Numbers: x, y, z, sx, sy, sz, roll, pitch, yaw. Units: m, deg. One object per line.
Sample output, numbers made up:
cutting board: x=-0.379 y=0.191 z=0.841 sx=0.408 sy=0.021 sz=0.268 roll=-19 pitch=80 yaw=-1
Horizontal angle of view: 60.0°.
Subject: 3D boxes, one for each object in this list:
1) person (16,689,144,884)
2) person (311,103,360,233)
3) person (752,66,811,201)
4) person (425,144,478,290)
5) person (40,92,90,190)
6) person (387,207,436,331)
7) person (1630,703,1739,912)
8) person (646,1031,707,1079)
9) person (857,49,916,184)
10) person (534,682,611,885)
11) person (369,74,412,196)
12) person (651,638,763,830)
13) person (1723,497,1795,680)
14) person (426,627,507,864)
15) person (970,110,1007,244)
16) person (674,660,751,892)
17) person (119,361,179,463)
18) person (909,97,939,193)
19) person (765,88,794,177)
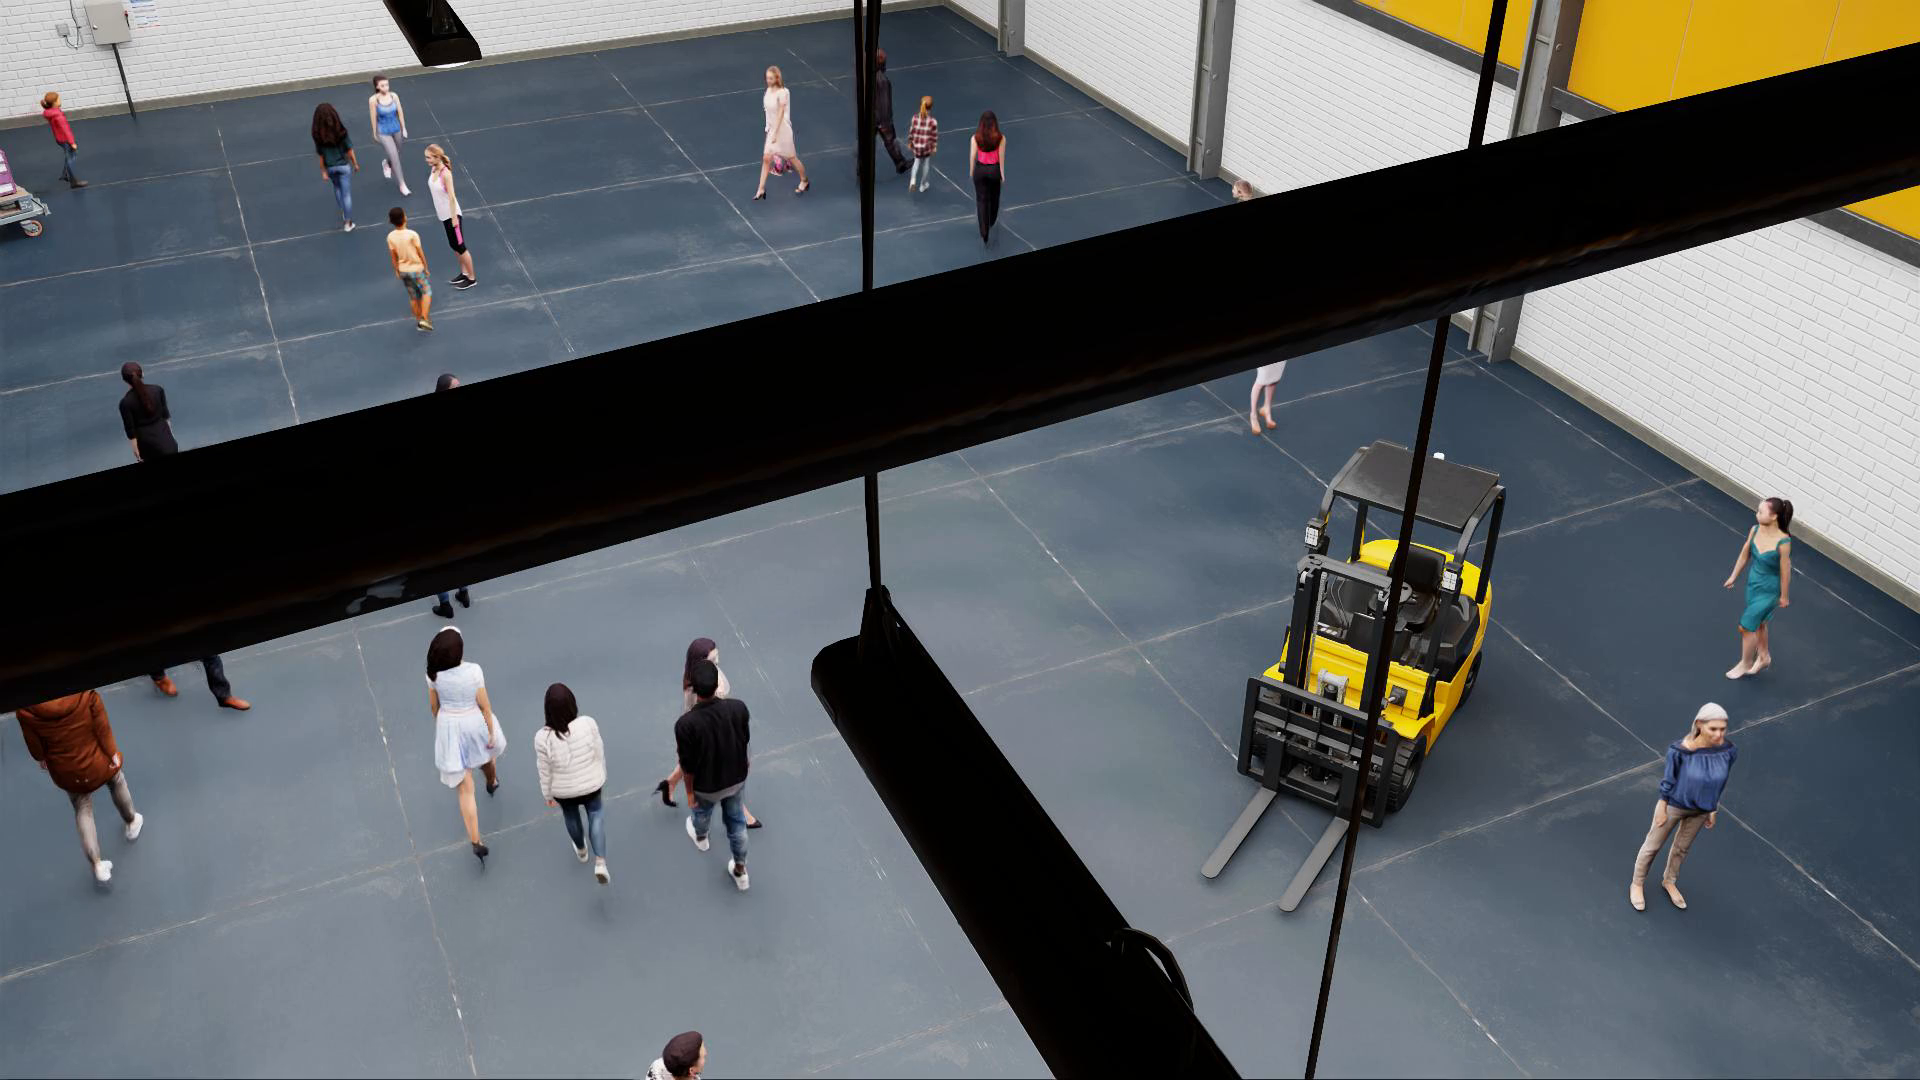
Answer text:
person: x=-6.065 y=1.565 z=11.445 sx=0.751 sy=1.818 sz=1.025 roll=-11 pitch=35 yaw=-16
person: x=-7.887 y=-4.686 z=21.055 sx=0.784 sy=1.590 sz=0.981 roll=-2 pitch=34 yaw=-3
person: x=-2.270 y=-5.329 z=21.863 sx=0.847 sy=1.766 sz=1.097 roll=-25 pitch=41 yaw=-32
person: x=-5.986 y=-3.821 z=19.581 sx=0.699 sy=1.780 sz=0.551 roll=-23 pitch=40 yaw=-30
person: x=-12.072 y=-5.334 z=22.284 sx=0.632 sy=1.309 sz=0.541 roll=-25 pitch=41 yaw=-32
person: x=-6.163 y=-2.985 z=18.622 sx=0.681 sy=1.450 sz=0.763 roll=2 pitch=34 yaw=4
person: x=4.882 y=1.790 z=11.216 sx=0.686 sy=1.696 sz=0.680 roll=-2 pitch=34 yaw=-3
person: x=-1.510 y=3.317 z=8.796 sx=0.894 sy=1.832 sz=1.015 roll=-21 pitch=39 yaw=-28
person: x=-1.183 y=-5.665 z=22.343 sx=1.189 sy=1.794 sz=1.055 roll=29 pitch=43 yaw=36
person: x=-2.623 y=1.692 z=11.426 sx=0.660 sy=1.627 sz=0.930 roll=-12 pitch=35 yaw=-17
person: x=-7.648 y=-5.438 z=22.202 sx=0.792 sy=1.573 sz=1.136 roll=-27 pitch=42 yaw=-34
person: x=-1.860 y=1.371 z=11.828 sx=1.083 sy=1.715 sz=1.094 roll=6 pitch=34 yaw=8
person: x=6.502 y=0.413 z=13.326 sx=0.714 sy=1.653 sz=0.668 roll=-13 pitch=36 yaw=-19
person: x=-3.472 y=1.450 z=11.663 sx=0.860 sy=1.767 sz=1.263 roll=-5 pitch=34 yaw=-7
person: x=0.348 y=-4.496 z=20.762 sx=0.883 sy=1.597 sz=1.172 roll=0 pitch=34 yaw=-1
person: x=-1.623 y=1.661 z=11.334 sx=0.684 sy=1.780 sz=0.987 roll=-14 pitch=36 yaw=-20
person: x=-7.324 y=-0.839 z=15.226 sx=1.044 sy=1.636 sz=0.847 roll=24 pitch=40 yaw=31
person: x=-0.509 y=-5.232 z=22.148 sx=0.742 sy=1.290 sz=0.806 roll=7 pitch=34 yaw=11
person: x=-2.470 y=-5.727 z=22.746 sx=0.582 sy=1.451 sz=0.553 roll=-23 pitch=40 yaw=-30
